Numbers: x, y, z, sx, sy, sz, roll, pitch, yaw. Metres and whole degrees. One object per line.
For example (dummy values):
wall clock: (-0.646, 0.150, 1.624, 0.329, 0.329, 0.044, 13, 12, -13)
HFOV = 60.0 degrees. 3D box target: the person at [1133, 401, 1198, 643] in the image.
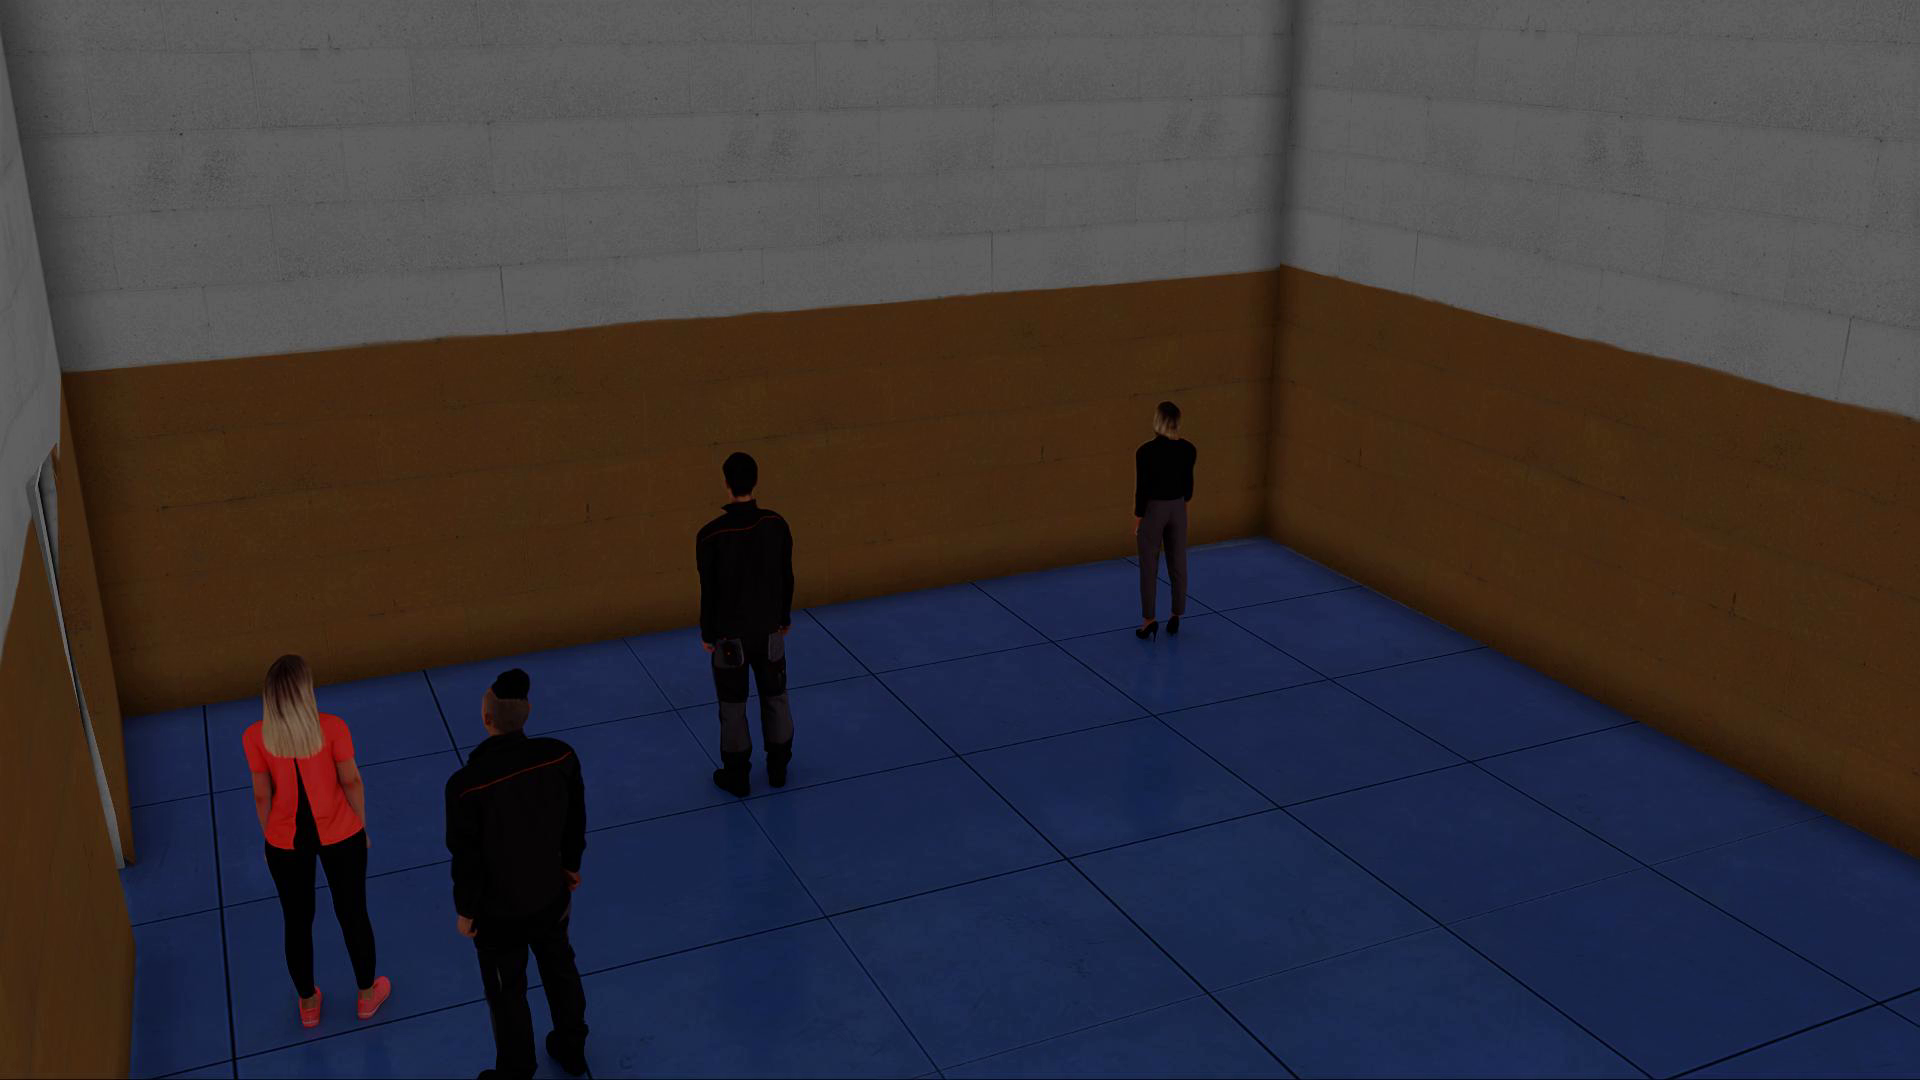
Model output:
person: (1.378, -0.125, 11.275, 0.472, 1.671, 0.662, -7, 20, -20)

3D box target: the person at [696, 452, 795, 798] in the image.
person: (-1.168, 0.456, 9.123, 0.536, 1.946, 0.770, -10, 21, -27)

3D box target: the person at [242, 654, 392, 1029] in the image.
person: (-2.751, 1.277, 7.083, 0.549, 1.693, 0.703, -4, 19, -10)

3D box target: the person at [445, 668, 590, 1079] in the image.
person: (-1.733, 1.352, 6.562, 0.906, 1.861, 0.723, 16, 24, 39)
